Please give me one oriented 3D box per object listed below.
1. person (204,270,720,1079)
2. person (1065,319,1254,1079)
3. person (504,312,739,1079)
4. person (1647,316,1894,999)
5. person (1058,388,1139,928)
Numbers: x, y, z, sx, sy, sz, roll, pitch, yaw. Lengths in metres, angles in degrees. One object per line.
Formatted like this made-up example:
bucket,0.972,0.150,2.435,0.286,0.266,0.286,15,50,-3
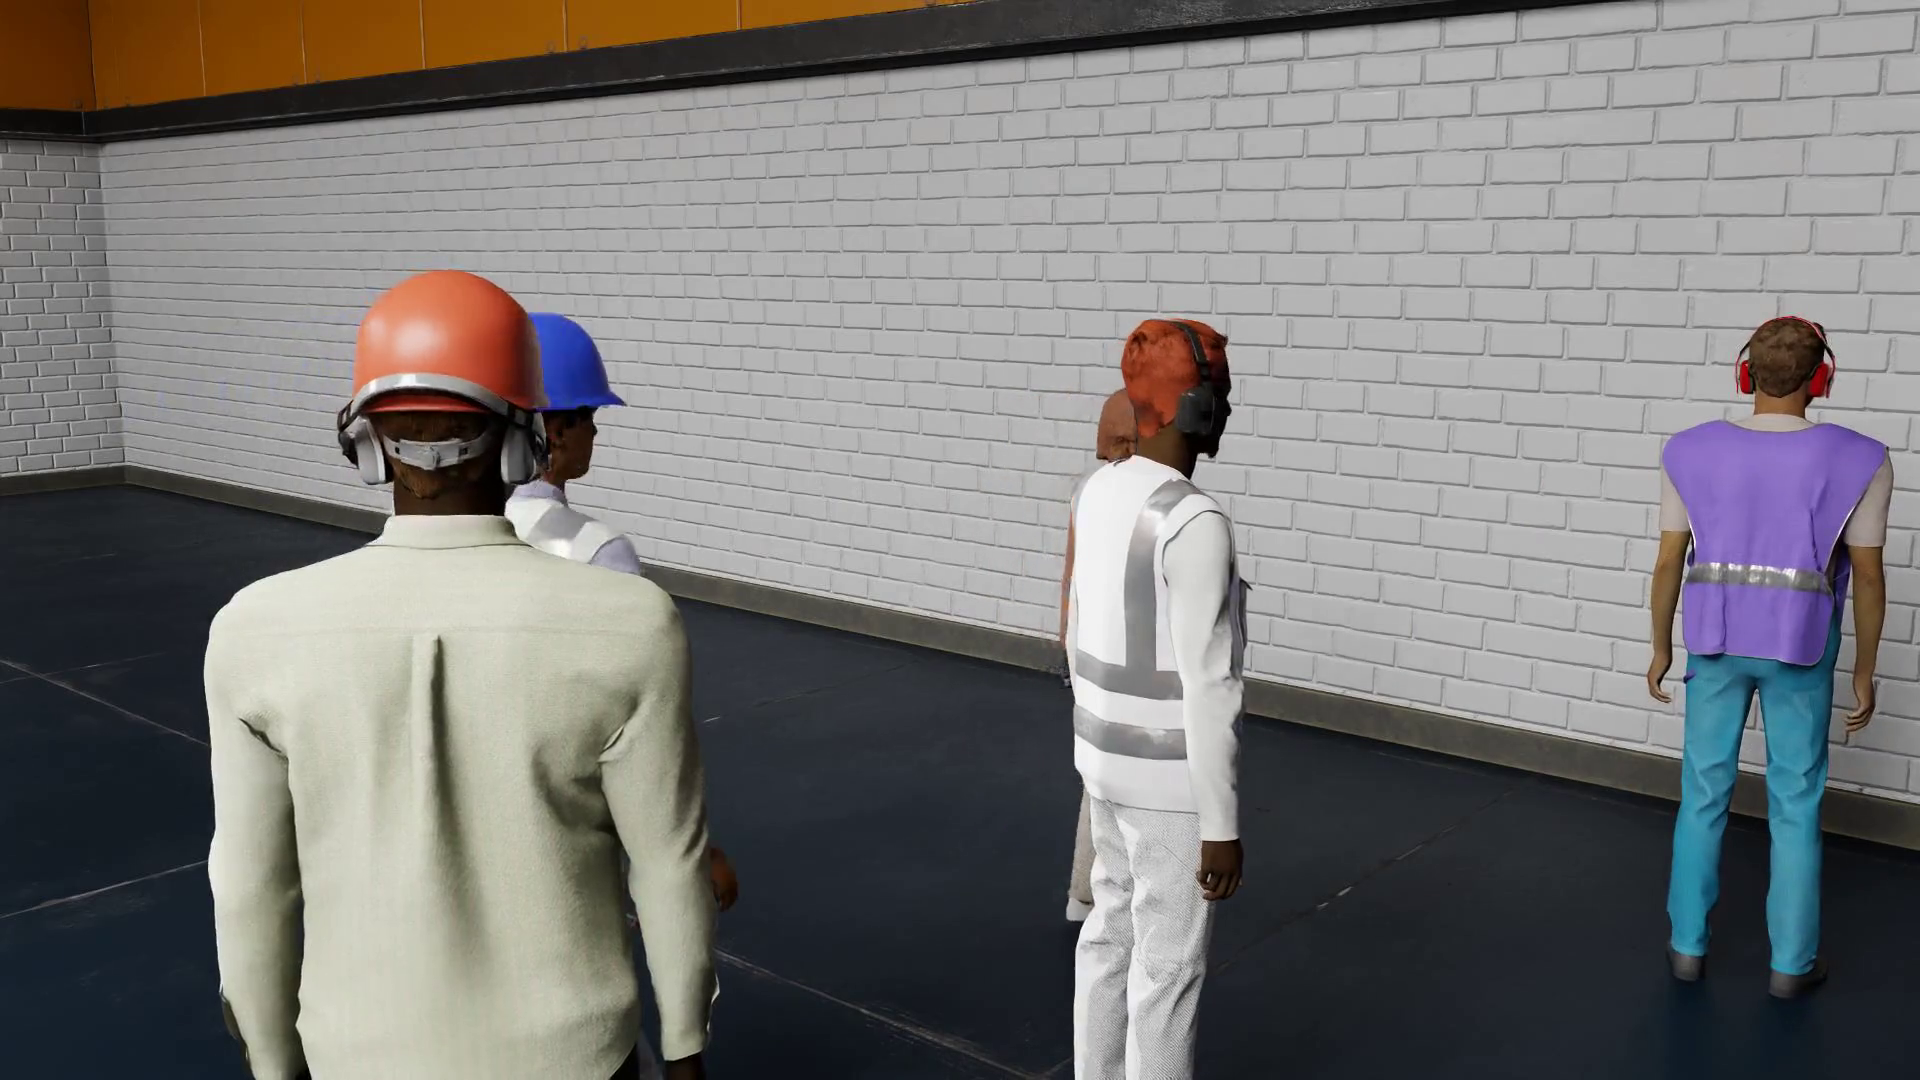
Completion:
person,-0.626,0.654,2.190,0.622,1.992,0.390,-1,10,-5
person,0.413,0.493,3.421,0.342,1.882,0.586,-4,11,-20
person,-0.722,0.532,3.151,0.989,1.896,0.612,-10,14,-44
person,2.166,0.322,4.509,0.571,1.840,0.371,6,12,30
person,0.589,0.351,5.004,0.699,1.614,0.521,-5,11,-25
